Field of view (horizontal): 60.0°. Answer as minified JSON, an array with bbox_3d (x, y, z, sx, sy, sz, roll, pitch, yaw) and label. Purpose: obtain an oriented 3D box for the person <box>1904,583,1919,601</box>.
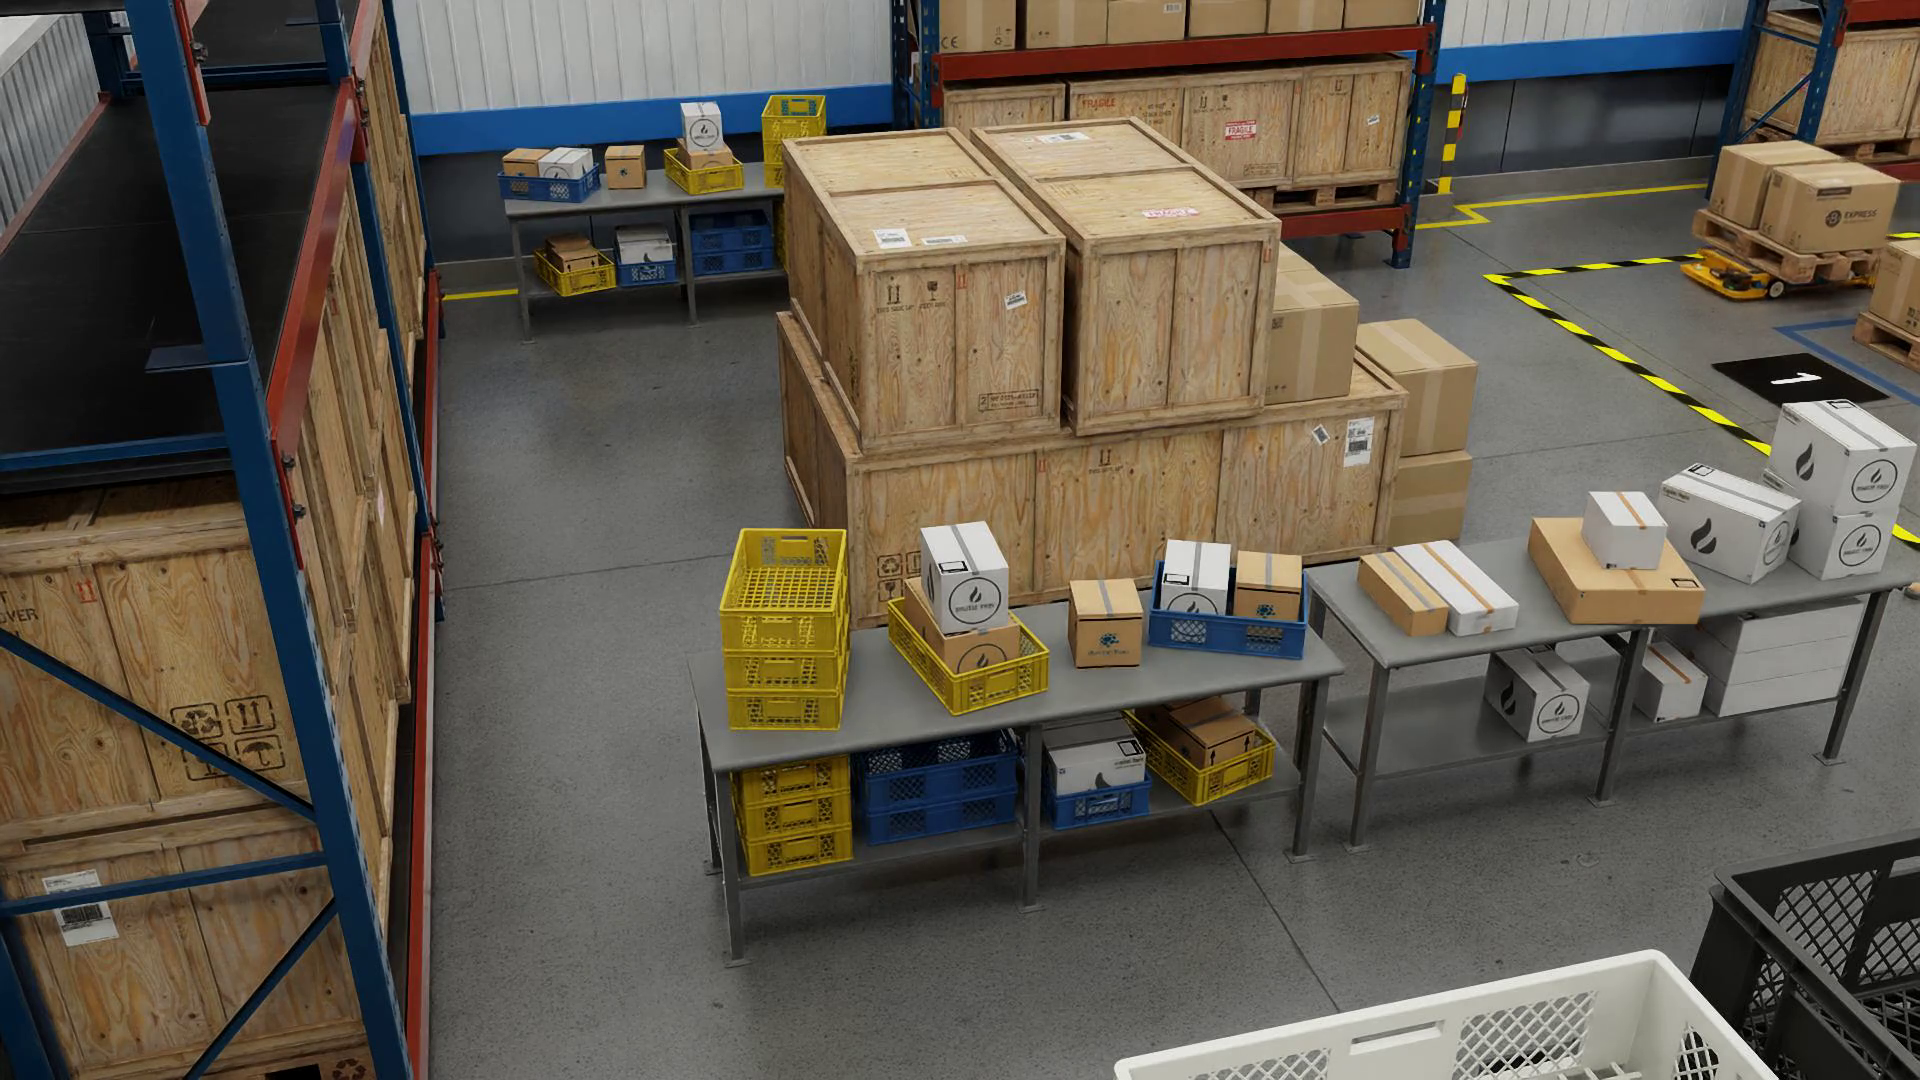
[{"bbox_3d":[5.183,-0.493,8.173,0.377,2.045,0.604,0,29,0],"label":"person"}]
